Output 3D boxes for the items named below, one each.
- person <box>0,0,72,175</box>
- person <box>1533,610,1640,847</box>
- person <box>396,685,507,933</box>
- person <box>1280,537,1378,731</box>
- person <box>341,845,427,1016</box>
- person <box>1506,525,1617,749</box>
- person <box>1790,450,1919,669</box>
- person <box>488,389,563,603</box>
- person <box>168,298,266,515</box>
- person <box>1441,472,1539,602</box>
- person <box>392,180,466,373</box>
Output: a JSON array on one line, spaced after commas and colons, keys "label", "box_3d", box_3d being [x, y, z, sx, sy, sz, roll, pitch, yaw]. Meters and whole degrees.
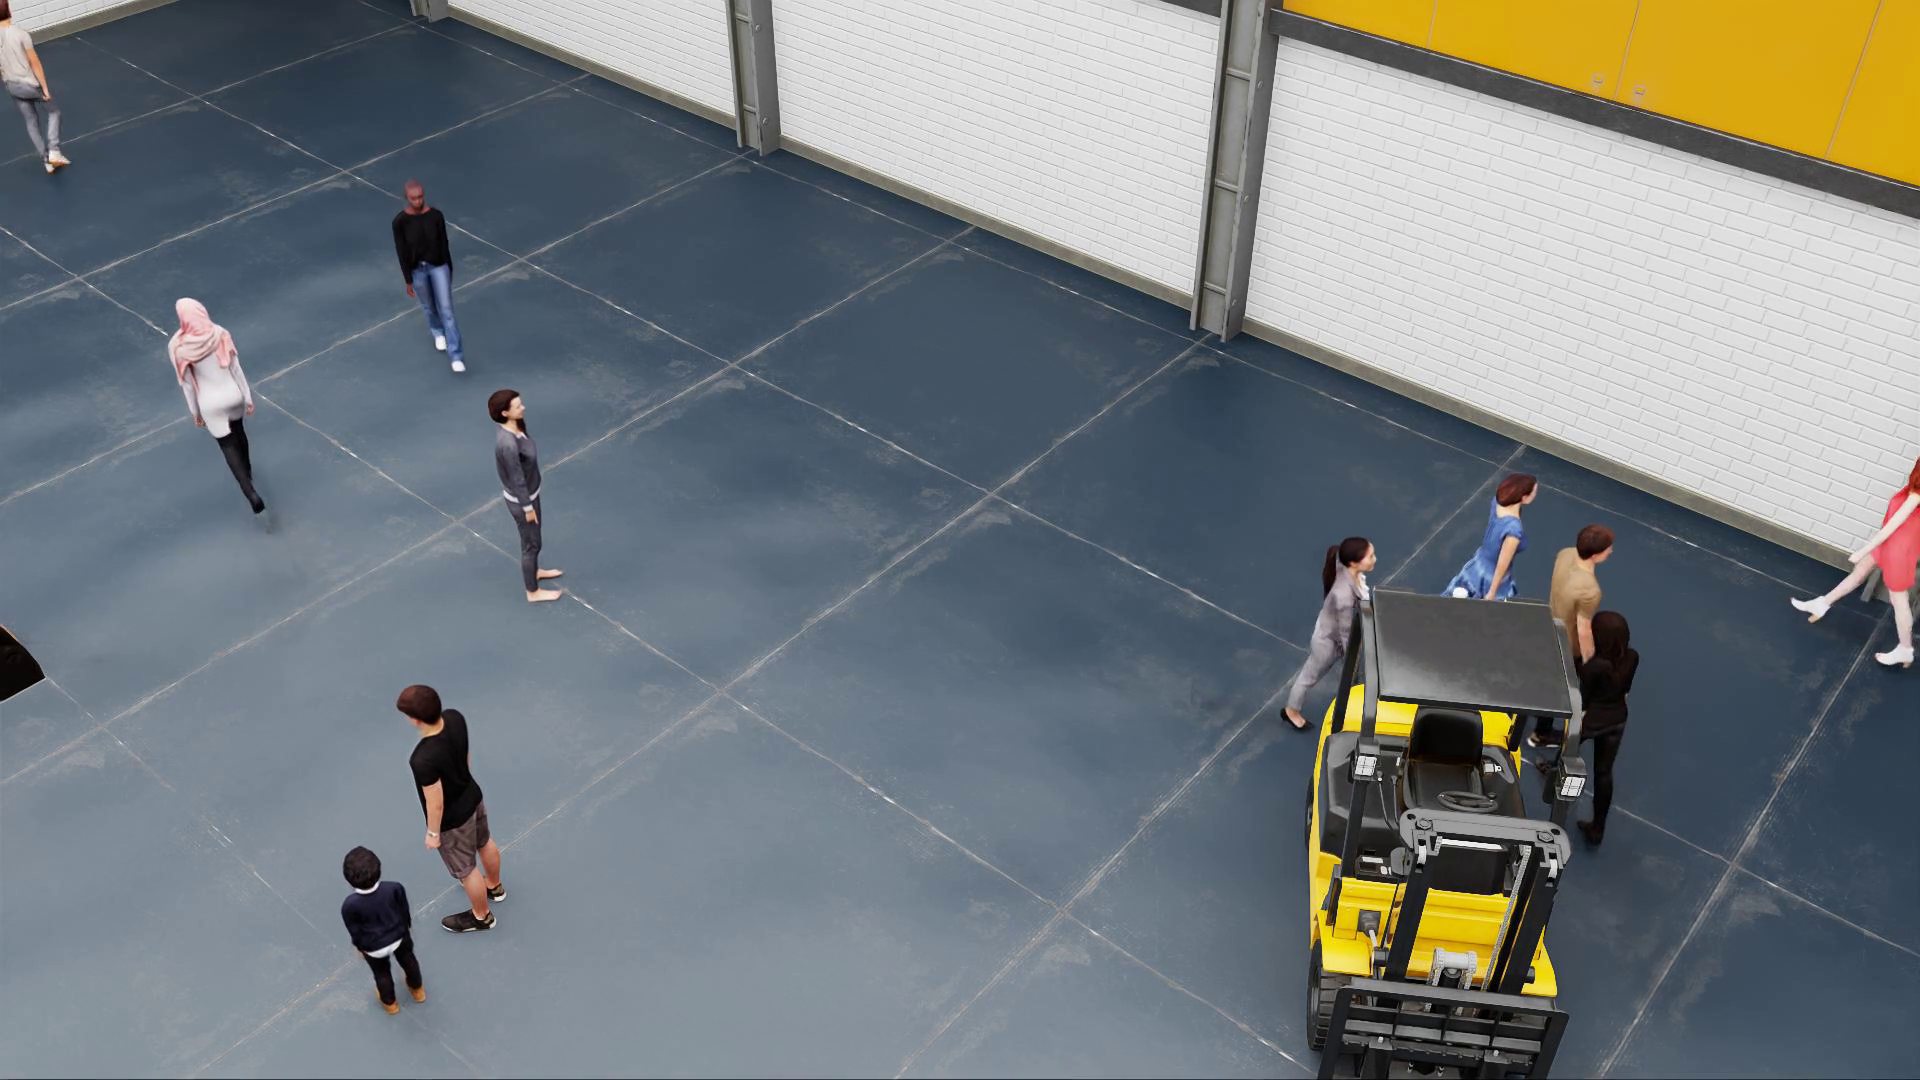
[{"label": "person", "box_3d": [-9.780, -4.707, 17.353, 0.807, 1.886, 0.869, -2, 39, -2]}, {"label": "person", "box_3d": [3.958, 1.181, 10.213, 0.994, 1.595, 1.133, -8, 39, -10]}, {"label": "person", "box_3d": [-2.904, 1.531, 9.565, 0.774, 1.858, 0.773, 6, 39, 7]}, {"label": "person", "box_3d": [2.351, 0.635, 10.856, 1.063, 1.647, 0.903, 8, 39, 10]}, {"label": "person", "box_3d": [-3.211, 2.186, 9.255, 0.546, 1.221, 0.543, -24, 44, -27]}, {"label": "person", "box_3d": [3.835, 0.640, 10.693, 0.970, 1.843, 0.909, -6, 39, -7]}, {"label": "person", "box_3d": [6.493, 0.143, 11.368, 1.121, 1.776, 0.645, 30, 47, 32]}, {"label": "person", "box_3d": [-3.154, -0.335, 11.974, 0.739, 1.768, 0.638, -10, 40, -13]}, {"label": "person", "box_3d": [-5.672, -1.012, 12.818, 0.859, 1.772, 1.232, -23, 44, -26]}, {"label": "person", "box_3d": [3.464, 0.320, 11.168, 1.171, 1.751, 1.134, -4, 39, -5]}, {"label": "person", "box_3d": [-4.683, -2.366, 14.566, 0.967, 1.706, 1.163, -12, 40, -15]}]
